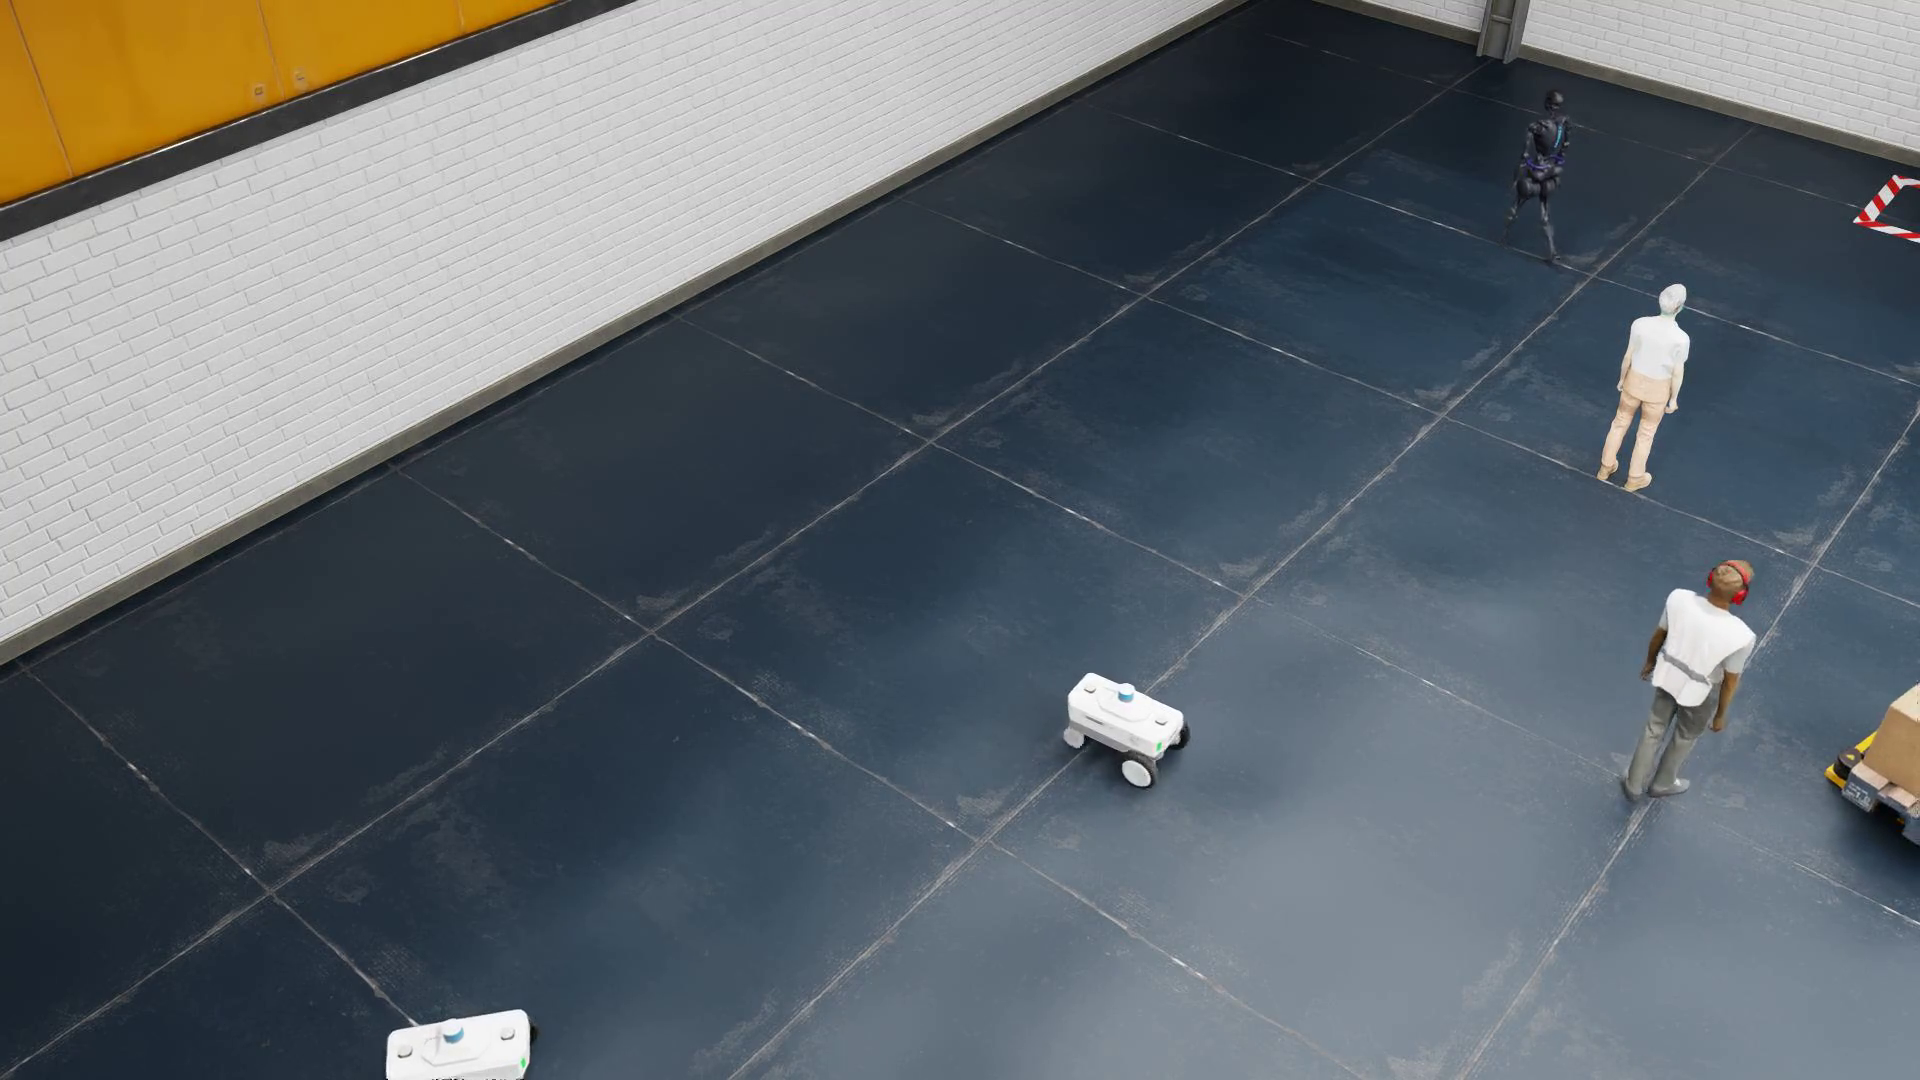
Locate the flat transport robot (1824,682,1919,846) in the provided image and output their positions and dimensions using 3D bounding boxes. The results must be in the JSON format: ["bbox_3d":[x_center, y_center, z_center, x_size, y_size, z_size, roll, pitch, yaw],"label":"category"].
[{"bbox_3d":[6.161,1.677,10.205,0.659,0.231,1.431,-25,45,-27],"label":"flat transport robot"}]

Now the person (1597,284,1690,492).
[{"bbox_3d":[5.191,-1.151,12.534,0.472,1.750,0.320,32,48,33],"label":"person"}]

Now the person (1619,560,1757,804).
[{"bbox_3d":[4.369,0.866,9.968,0.464,1.826,0.590,-22,44,-25],"label":"person"}]

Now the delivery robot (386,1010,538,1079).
[{"bbox_3d":[-2.588,2.713,8.681,0.773,0.582,0.499,-7,39,-9],"label":"delivery robot"}]

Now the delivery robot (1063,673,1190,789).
[{"bbox_3d":[1.051,1.165,10.607,0.788,0.587,0.499,23,44,26],"label":"delivery robot"}]

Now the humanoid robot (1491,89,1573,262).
[{"bbox_3d":[5.379,-3.358,15.373,0.611,1.639,0.767,-17,42,-20],"label":"humanoid robot"}]
